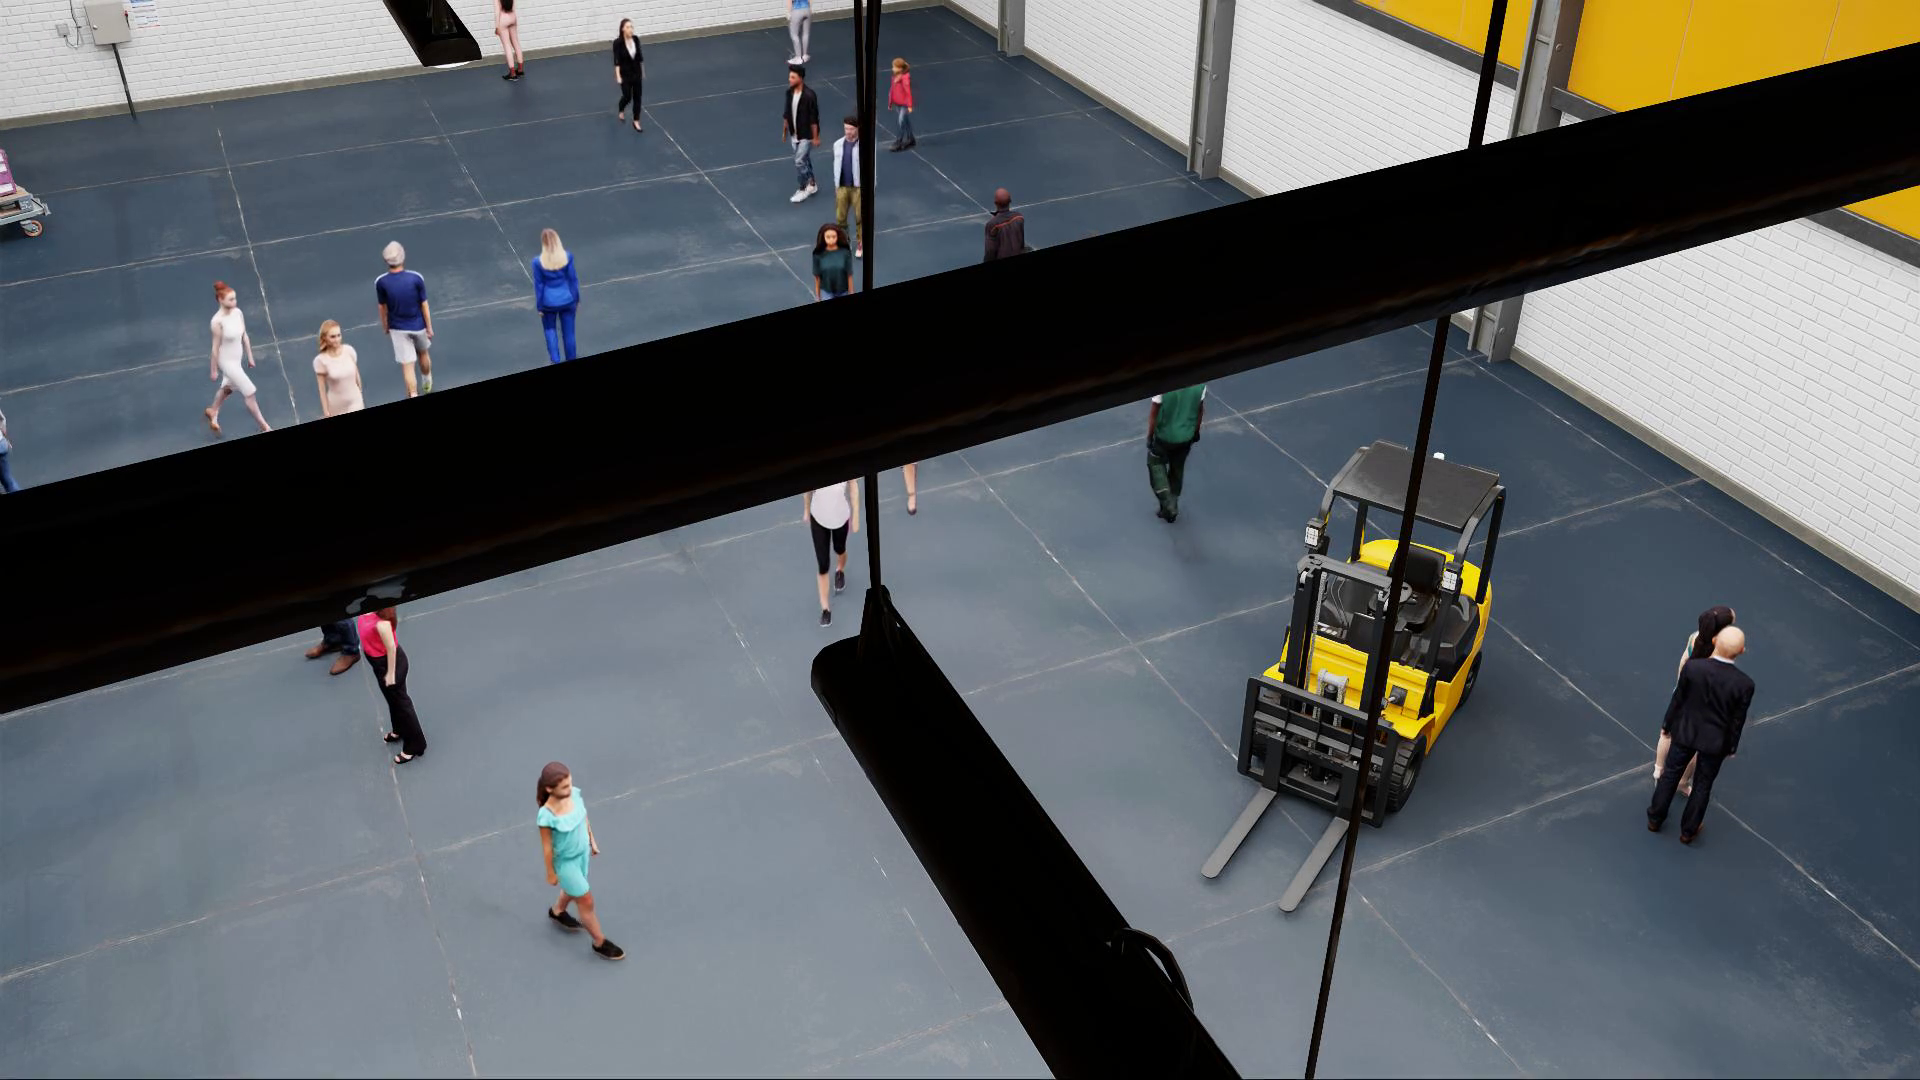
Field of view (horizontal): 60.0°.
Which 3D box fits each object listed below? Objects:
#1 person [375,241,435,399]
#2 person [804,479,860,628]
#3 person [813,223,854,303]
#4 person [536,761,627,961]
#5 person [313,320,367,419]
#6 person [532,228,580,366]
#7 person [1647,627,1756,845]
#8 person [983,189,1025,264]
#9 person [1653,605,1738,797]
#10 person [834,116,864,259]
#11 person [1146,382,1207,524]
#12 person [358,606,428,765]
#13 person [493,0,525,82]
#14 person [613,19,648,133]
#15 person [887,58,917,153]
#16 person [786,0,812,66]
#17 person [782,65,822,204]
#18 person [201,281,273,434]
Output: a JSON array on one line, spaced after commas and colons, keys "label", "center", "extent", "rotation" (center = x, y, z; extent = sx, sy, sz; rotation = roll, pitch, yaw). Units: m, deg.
[{"label": "person", "center": [-5.645, -2.125, 17.013], "extent": [0.731, 1.799, 1.194], "rotation": [-10, 35, -15]}, {"label": "person", "center": [-1.080, -0.206, 14.185], "extent": [0.975, 1.734, 1.246], "rotation": [0, 34, 0]}, {"label": "person", "center": [-1.368, -2.697, 18.070], "extent": [0.779, 1.581, 1.136], "rotation": [-6, 34, -8]}, {"label": "person", "center": [-2.612, 2.060, 10.953], "extent": [0.994, 1.538, 0.889], "rotation": [15, 36, 21]}, {"label": "person", "center": [-5.841, -1.272, 15.718], "extent": [0.744, 1.812, 0.994], "rotation": [-26, 41, -33]}, {"label": "person", "center": [-4.228, -2.460, 17.615], "extent": [0.643, 1.691, 0.598], "rotation": [-11, 35, -16]}, {"label": "person", "center": [5.235, 1.381, 11.739], "extent": [0.689, 1.798, 0.814], "rotation": [22, 40, 30]}, {"label": "person", "center": [0.492, -2.992, 18.300], "extent": [0.735, 1.819, 0.653], "rotation": [-22, 39, -29]}, {"label": "person", "center": [5.390, 1.167, 12.162], "extent": [0.652, 1.687, 0.477], "rotation": [-21, 39, -28]}, {"label": "person", "center": [-1.279, -4.326, 20.329], "extent": [0.878, 1.795, 0.933], "rotation": [9, 35, 13]}, {"label": "person", "center": [1.977, -0.916, 15.168], "extent": [0.762, 1.827, 0.792], "rotation": [-8, 35, -12]}, {"label": "person", "center": [-4.317, 0.939, 12.528], "extent": [0.643, 1.662, 0.454], "rotation": [-16, 37, -23]}, {"label": "person", "center": [-7.105, -8.106, 26.080], "extent": [0.727, 1.722, 0.699], "rotation": [17, 37, 24]}, {"label": "person", "center": [-4.820, -6.751, 24.110], "extent": [0.721, 1.646, 0.816], "rotation": [-26, 42, -34]}, {"label": "person", "center": [-0.759, -6.186, 23.572], "extent": [0.691, 1.301, 0.745], "rotation": [-22, 39, -29]}, {"label": "person", "center": [-2.558, -8.487, 26.771], "extent": [0.722, 1.592, 0.625], "rotation": [-13, 36, -19]}, {"label": "person", "center": [-2.002, -5.402, 21.949], "extent": [0.898, 1.792, 0.856], "rotation": [-28, 43, -35]}, {"label": "person", "center": [-7.295, -1.730, 16.471], "extent": [1.102, 1.741, 1.123], "rotation": [8, 34, 12]}]
